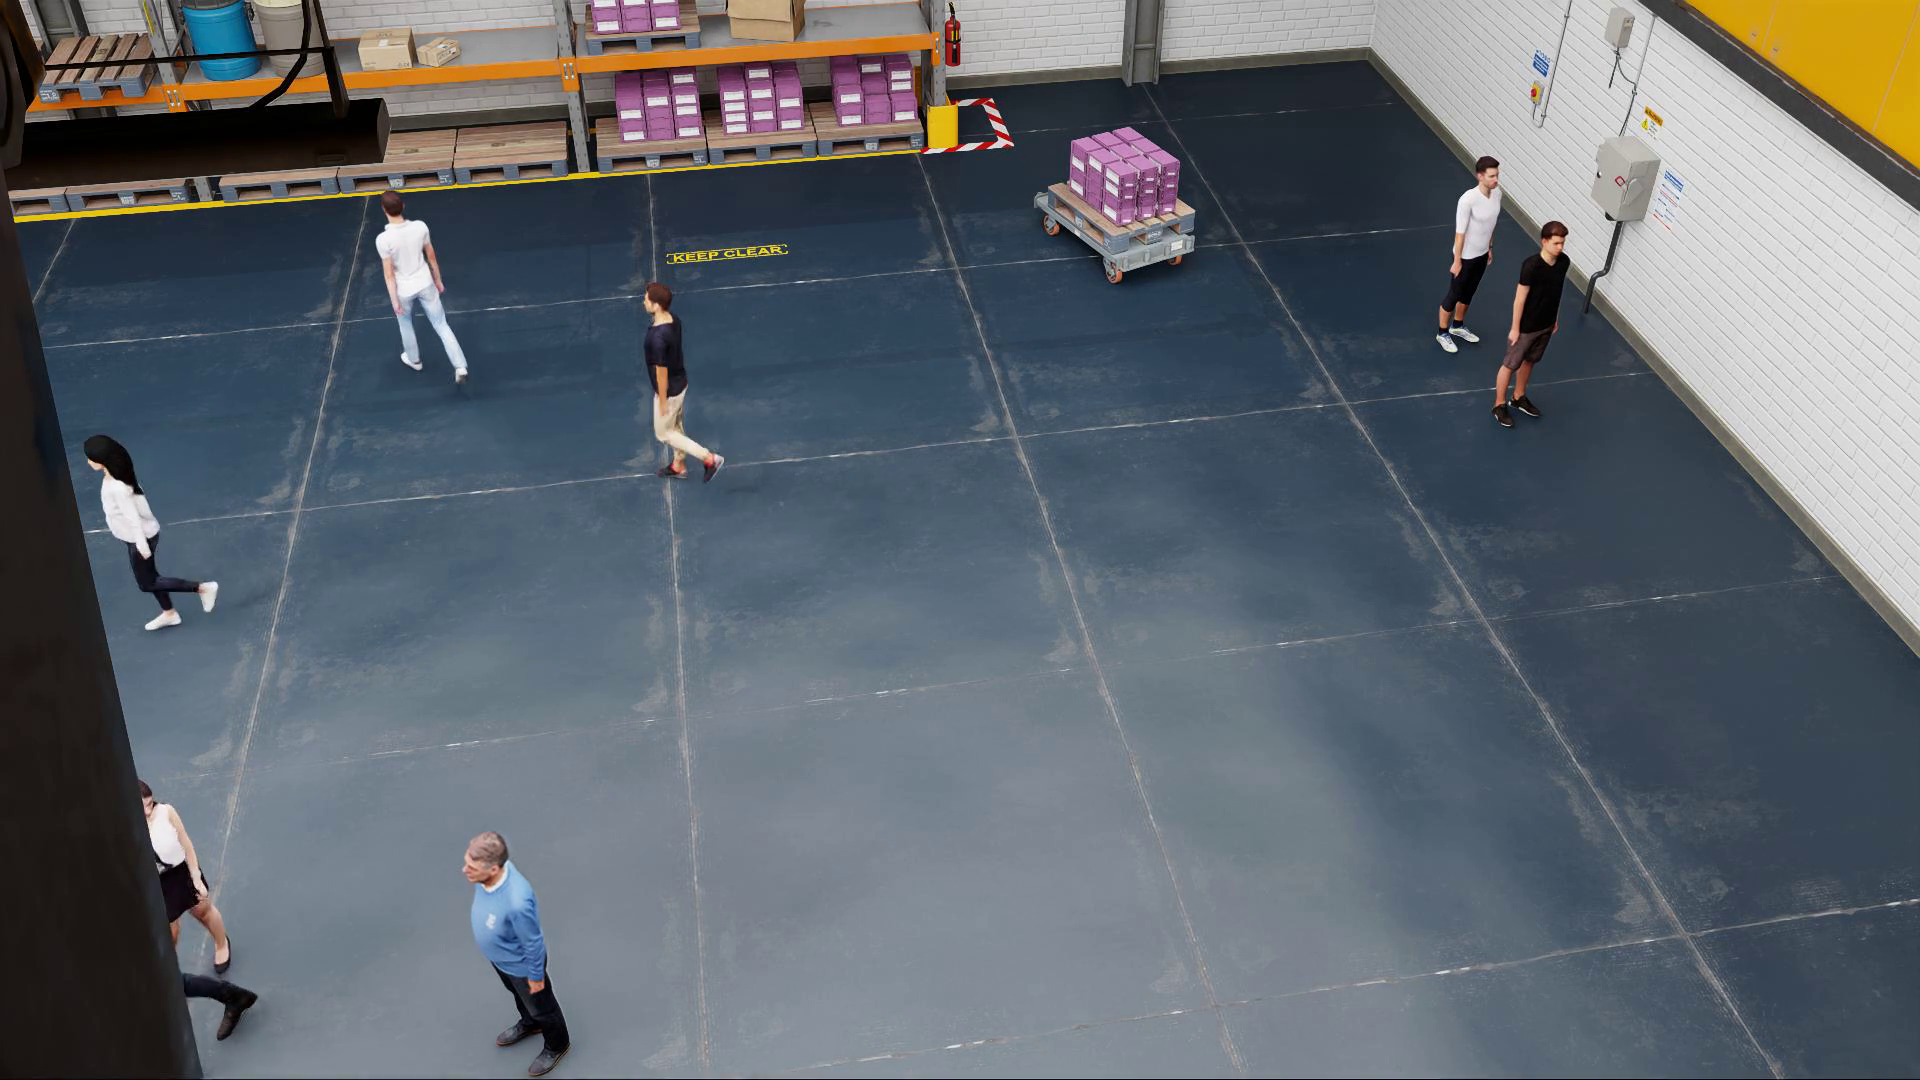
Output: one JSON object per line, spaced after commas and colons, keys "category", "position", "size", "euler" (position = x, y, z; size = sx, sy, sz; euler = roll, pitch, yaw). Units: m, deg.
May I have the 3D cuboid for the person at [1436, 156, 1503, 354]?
{"category": "person", "position": [4.641, -2.623, 15.113], "size": [0.668, 1.852, 0.807], "euler": [-24, 45, -27]}

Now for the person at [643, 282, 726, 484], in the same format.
{"category": "person", "position": [-2.245, -1.217, 13.358], "size": [0.952, 1.844, 0.779], "euler": [4, 39, 5]}

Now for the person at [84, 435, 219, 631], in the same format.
{"category": "person", "position": [-5.848, -0.057, 12.033], "size": [0.904, 1.685, 0.795], "euler": [-24, 44, -27]}

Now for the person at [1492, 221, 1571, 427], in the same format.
{"category": "person", "position": [4.881, -1.874, 14.166], "size": [0.636, 1.862, 0.799], "euler": [-18, 42, -21]}

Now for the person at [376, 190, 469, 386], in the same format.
{"category": "person", "position": [-4.727, -2.160, 14.561], "size": [1.218, 1.816, 1.113], "euler": [-28, 46, -30]}

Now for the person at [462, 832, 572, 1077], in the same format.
{"category": "person", "position": [-2.424, 2.225, 9.070], "size": [0.763, 1.818, 0.749], "euler": [-31, 48, -33]}

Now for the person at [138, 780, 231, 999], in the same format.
{"category": "person", "position": [-4.541, 1.936, 9.578], "size": [0.687, 1.634, 0.753], "euler": [-28, 47, -31]}
